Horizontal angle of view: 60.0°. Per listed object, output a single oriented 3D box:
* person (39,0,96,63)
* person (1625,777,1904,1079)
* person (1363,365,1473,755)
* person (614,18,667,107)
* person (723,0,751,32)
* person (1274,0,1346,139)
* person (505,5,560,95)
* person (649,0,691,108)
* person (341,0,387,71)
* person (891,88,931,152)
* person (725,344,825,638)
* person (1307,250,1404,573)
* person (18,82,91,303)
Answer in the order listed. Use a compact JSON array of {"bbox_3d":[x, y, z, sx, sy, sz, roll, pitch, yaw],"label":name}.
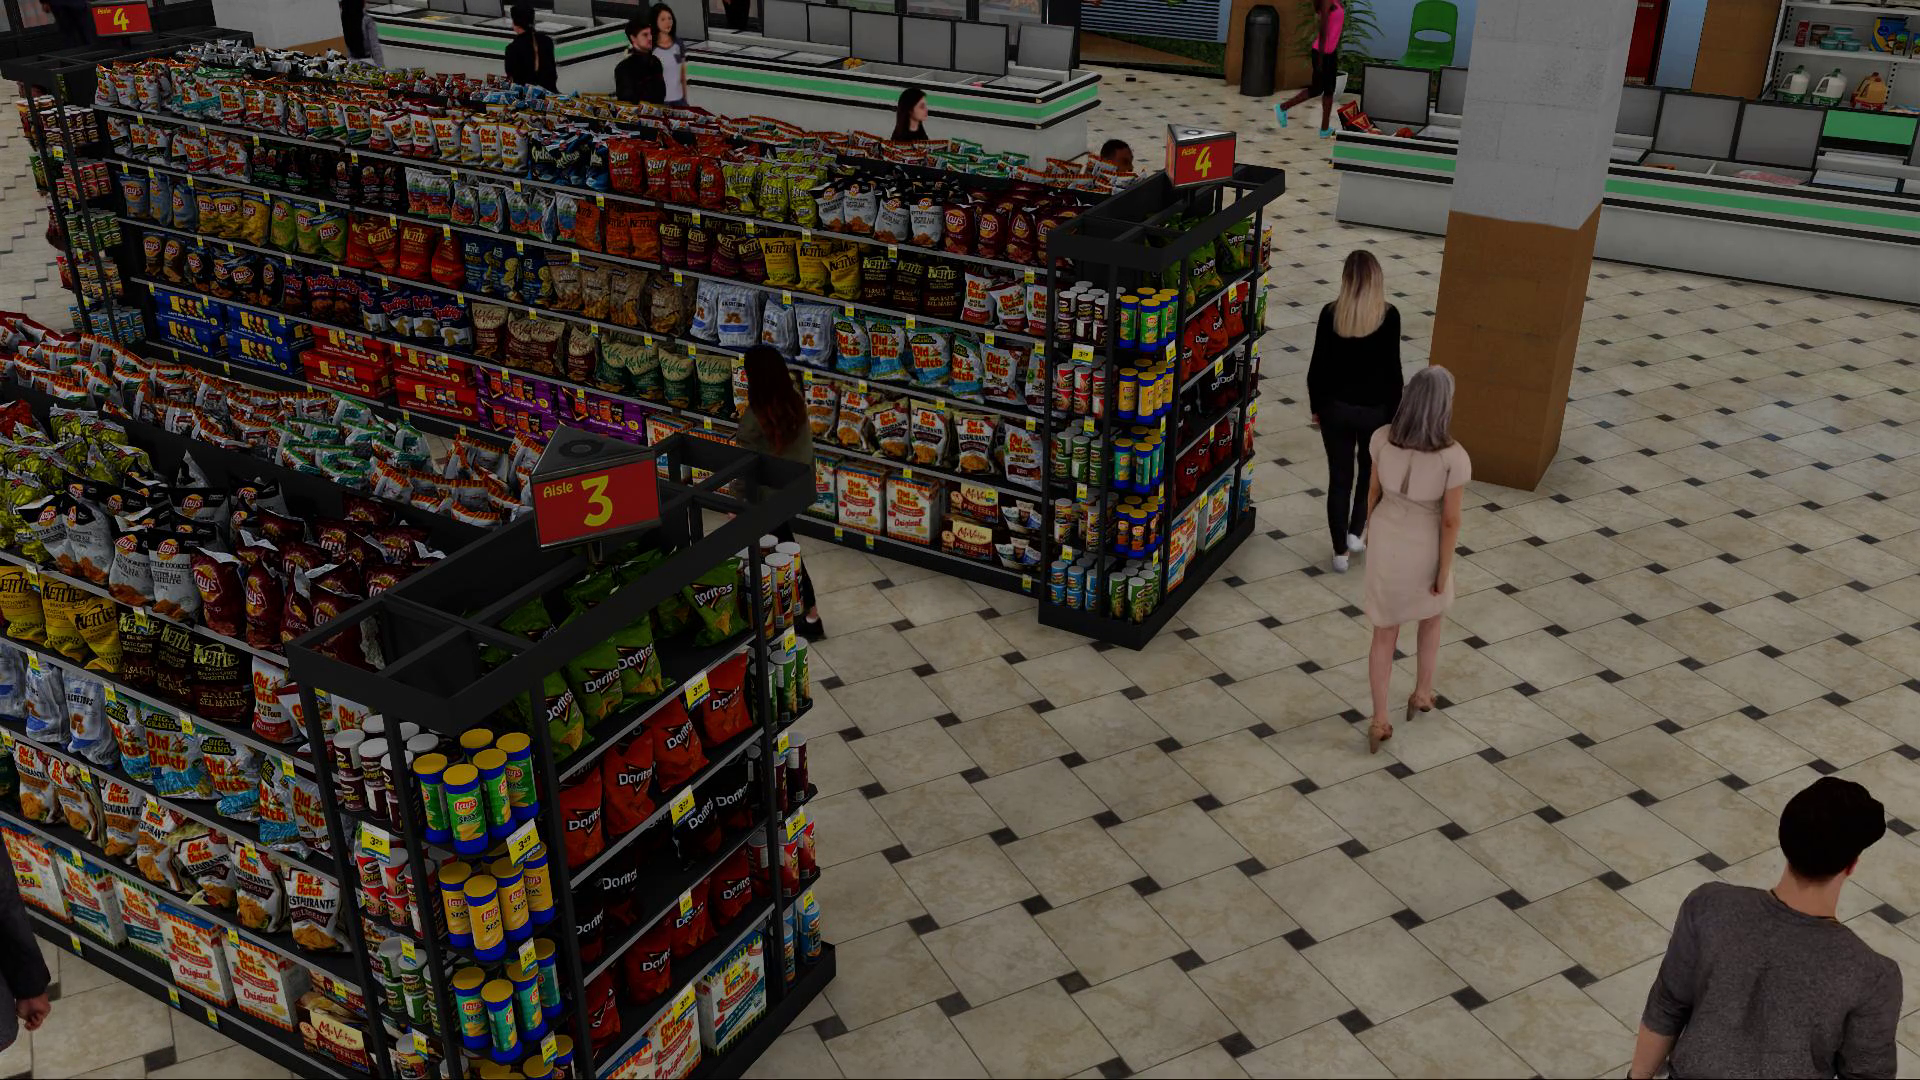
[{"bbox_3d":[-10.394,-6.246,19.384,0.968,1.805,1.053,-12,29,-23],"label":"person"},{"bbox_3d":[1.871,1.480,4.084,1.005,1.864,1.181,-23,35,-38],"label":"person"},{"bbox_3d":[1.822,0.124,6.915,0.689,1.722,0.674,16,31,28],"label":"person"},{"bbox_3d":[-2.653,-3.306,13.602,1.130,1.791,0.726,14,30,26],"label":"person"},{"bbox_3d":[-2.704,-6.547,19.943,0.626,1.838,0.662,11,29,20],"label":"person"},{"bbox_3d":[3.634,-4.965,16.965,0.961,1.708,0.579,13,30,24],"label":"person"},{"bbox_3d":[-3.784,-3.940,14.991,0.716,1.667,0.735,19,32,32],"label":"person"},{"bbox_3d":[-2.649,-3.981,15.036,0.657,1.699,0.648,-20,33,-34],"label":"person"},{"bbox_3d":[-5.677,-4.435,15.903,0.450,1.723,0.651,14,30,26],"label":"person"},{"bbox_3d":[-0.439,-2.486,12.186,1.074,1.609,0.767,7,28,14],"label":"person"},{"bbox_3d":[-0.807,-0.198,7.852,0.877,1.448,0.610,16,31,28],"label":"person"},{"bbox_3d":[1.971,-0.598,8.396,0.594,1.670,0.748,9,28,17],"label":"person"},{"bbox_3d":[-6.453,-2.574,12.166,0.739,1.784,0.647,-21,33,-35],"label":"person"}]
